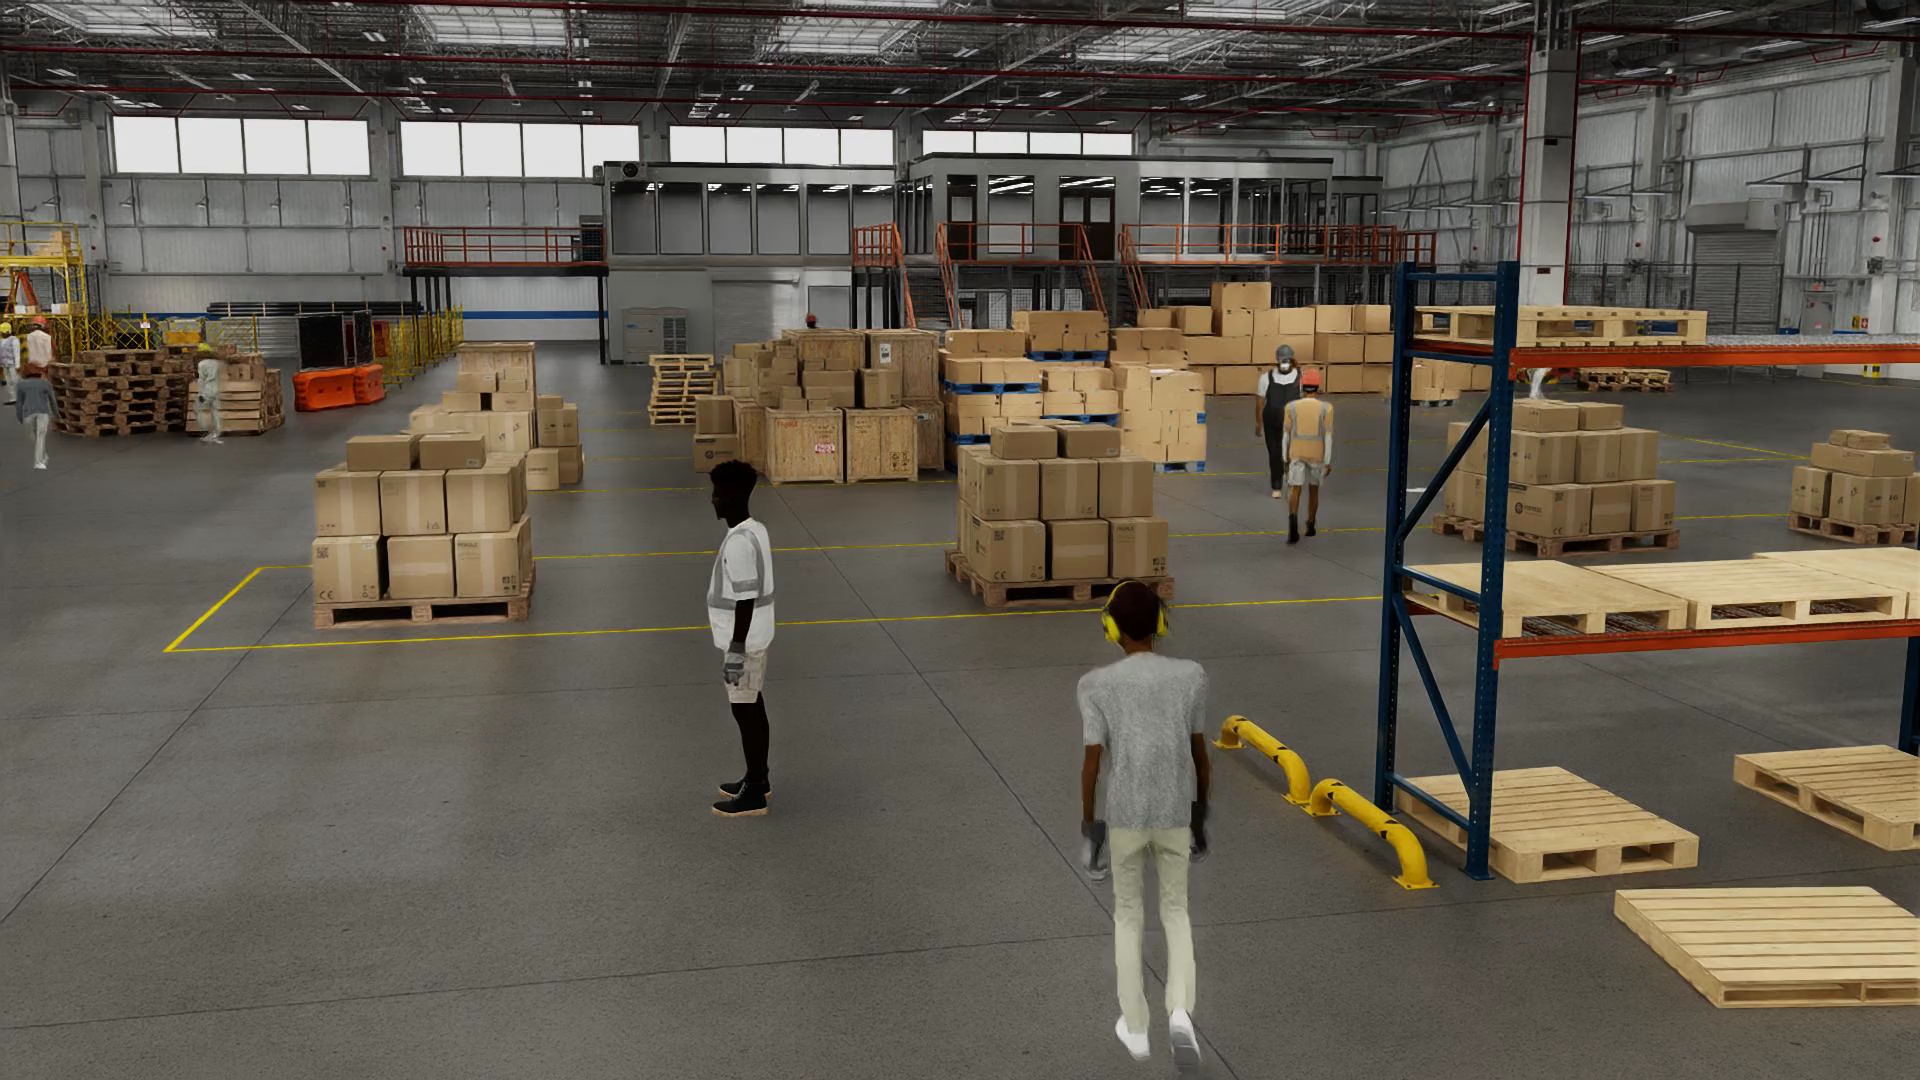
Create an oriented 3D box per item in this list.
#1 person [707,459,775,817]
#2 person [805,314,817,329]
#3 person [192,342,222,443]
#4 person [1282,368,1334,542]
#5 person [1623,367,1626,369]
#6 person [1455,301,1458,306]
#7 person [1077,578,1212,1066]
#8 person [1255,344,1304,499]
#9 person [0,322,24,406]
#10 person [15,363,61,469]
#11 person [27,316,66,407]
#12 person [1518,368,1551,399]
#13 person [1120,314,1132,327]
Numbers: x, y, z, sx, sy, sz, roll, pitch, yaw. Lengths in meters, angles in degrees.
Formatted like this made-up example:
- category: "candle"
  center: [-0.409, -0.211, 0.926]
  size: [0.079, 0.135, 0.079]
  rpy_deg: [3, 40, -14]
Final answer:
- category: "person"
  center: [-1.204, 0.534, 9.143]
  size: [0.361, 1.964, 0.617]
  rpy_deg: [0, 9, 0]
- category: "person"
  center: [-3.418, -4.311, 38.851]
  size: [0.870, 1.914, 0.544]
  rpy_deg: [6, 11, 32]
- category: "person"
  center: [-12.870, -2.502, 28.375]
  size: [0.526, 1.723, 0.505]
  rpy_deg: [2, 10, 12]
- category: "person"
  center: [3.808, -0.932, 18.297]
  size: [0.549, 1.907, 0.912]
  rpy_deg: [3, 10, 17]
- category: "person"
  center: [18.651, -5.601, 46.854]
  size: [0.311, 1.864, 0.533]
  rpy_deg: [1, 9, 4]
- category: "person"
  center: [17.527, -7.510, 58.596]
  size: [0.634, 1.826, 0.443]
  rpy_deg: [-3, 10, -19]
- category: "person"
  center: [0.710, 1.078, 6.232]
  size: [0.537, 1.836, 0.603]
  rpy_deg: [-1, 9, -3]
- category: "person"
  center: [4.151, -1.529, 21.497]
  size: [0.695, 2.000, 0.632]
  rpy_deg: [3, 10, 16]
- category: "person"
  center: [-20.600, -3.806, 36.051]
  size: [0.604, 1.824, 0.403]
  rpy_deg: [5, 11, 30]
- category: "person"
  center: [-13.835, -1.866, 24.945]
  size: [0.521, 1.580, 0.861]
  rpy_deg: [-2, 10, -11]
- category: "person"
  center: [-19.379, -3.746, 35.225]
  size: [0.629, 1.965, 0.798]
  rpy_deg: [2, 9, 9]
- category: "person"
  center: [11.641, -3.474, 33.793]
  size: [1.013, 1.888, 0.637]
  rpy_deg: [-6, 11, -33]
- category: "person"
  center: [4.238, -4.885, 42.675]
  size: [0.521, 1.810, 0.507]
  rpy_deg: [-8, 12, -41]
